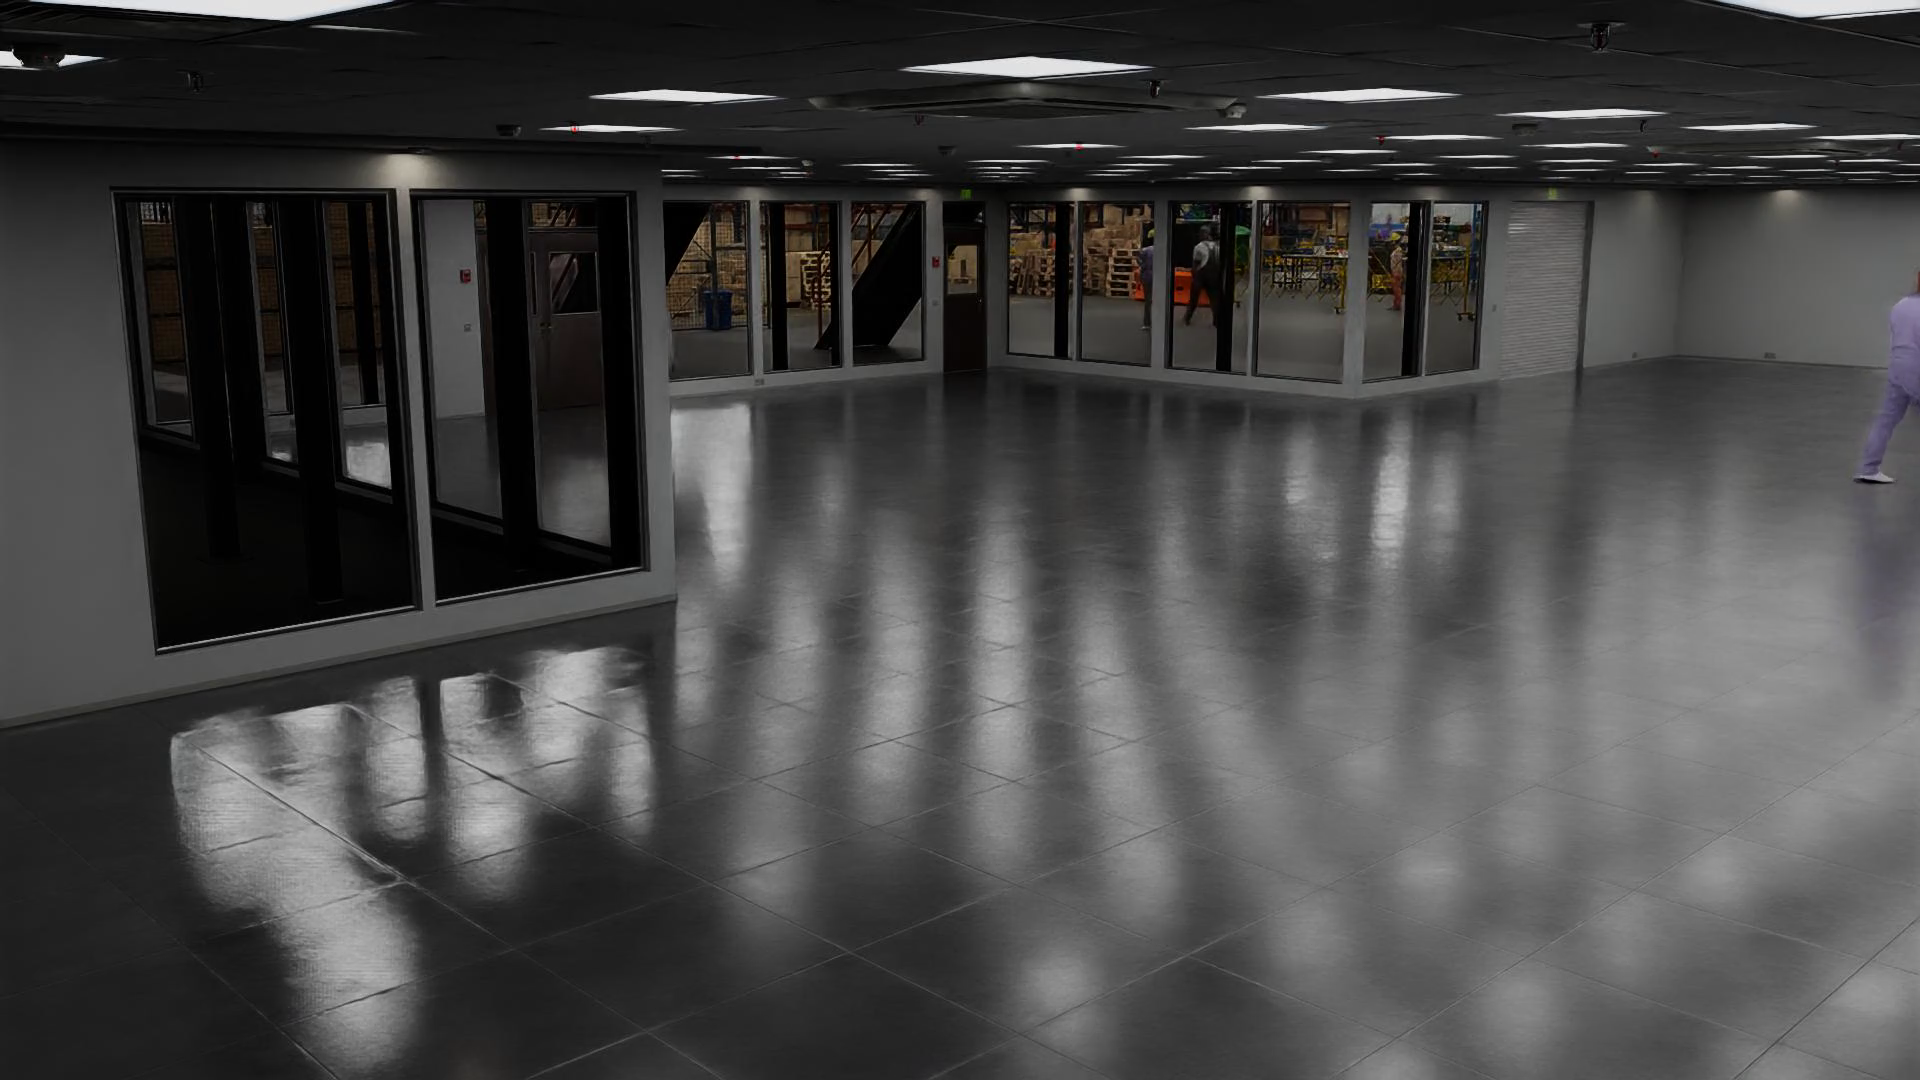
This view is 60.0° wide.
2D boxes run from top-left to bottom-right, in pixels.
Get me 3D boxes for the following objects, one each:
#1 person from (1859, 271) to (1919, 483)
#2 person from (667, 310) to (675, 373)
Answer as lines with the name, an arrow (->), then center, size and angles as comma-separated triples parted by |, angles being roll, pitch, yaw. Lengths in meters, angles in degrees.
person -> 8.117, -1.383, 14.018 | 0.984, 1.850, 0.671 | -2, 11, -9
person -> -3.119, -1.814, 16.769 | 0.533, 1.617, 0.402 | 3, 12, 15
